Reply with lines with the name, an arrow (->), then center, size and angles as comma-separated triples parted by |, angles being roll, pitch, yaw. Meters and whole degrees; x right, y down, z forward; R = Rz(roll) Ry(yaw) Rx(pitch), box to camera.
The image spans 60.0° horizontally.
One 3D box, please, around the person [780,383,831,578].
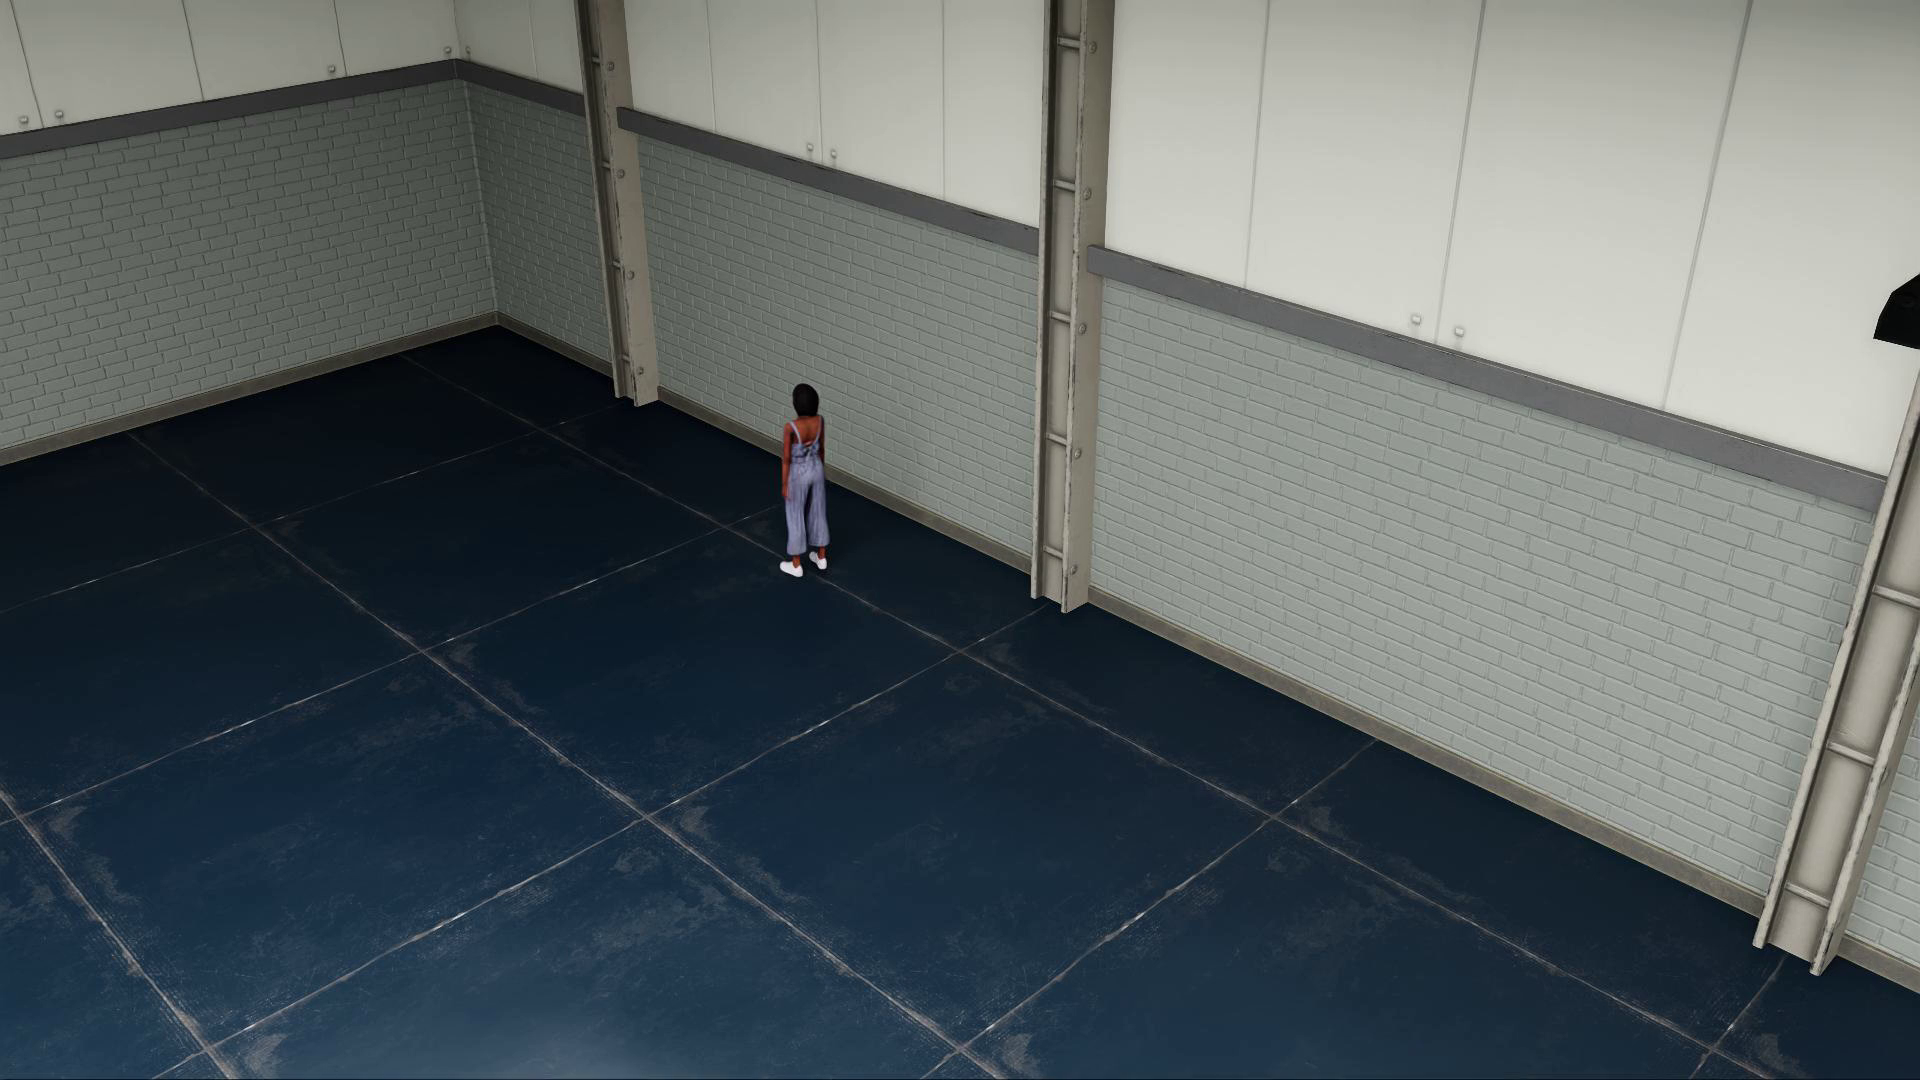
person -> -1.279, -0.510, 13.909 | 0.608, 1.695, 0.544 | -22, 35, -35
